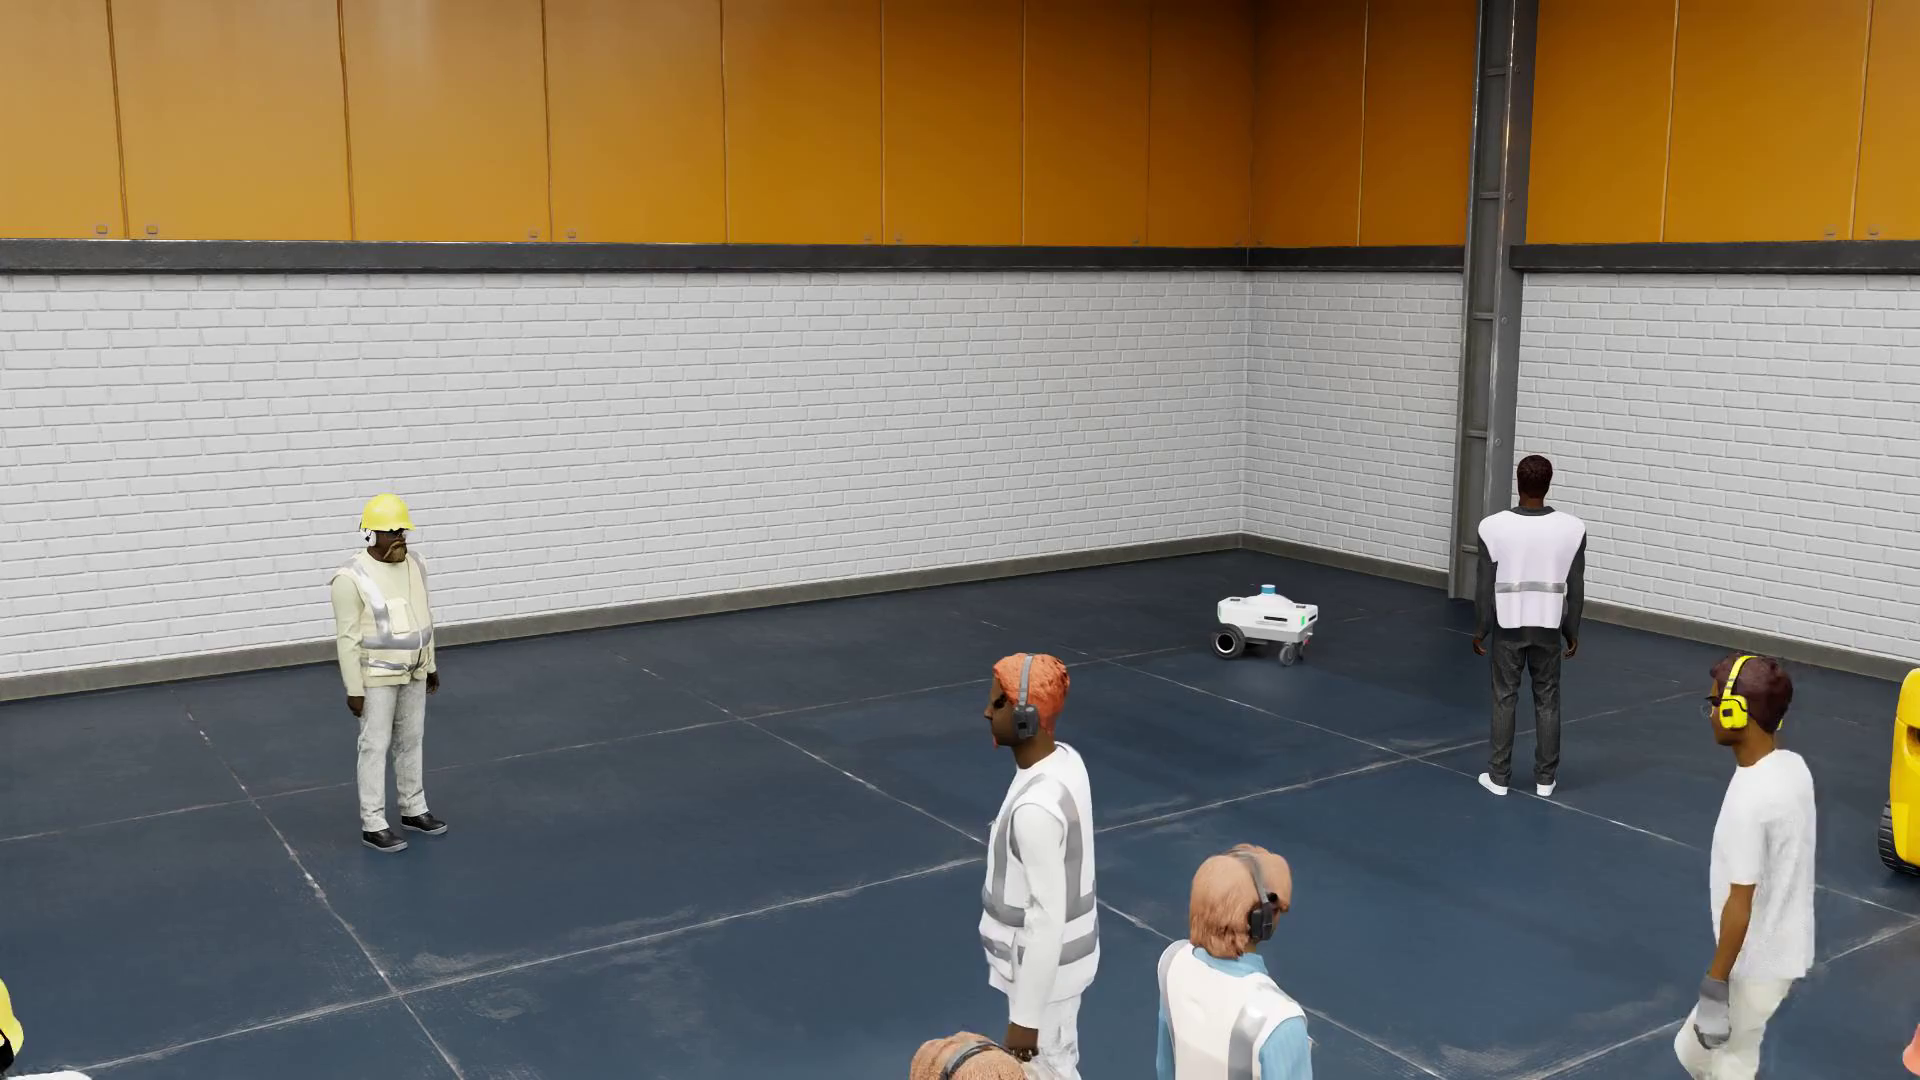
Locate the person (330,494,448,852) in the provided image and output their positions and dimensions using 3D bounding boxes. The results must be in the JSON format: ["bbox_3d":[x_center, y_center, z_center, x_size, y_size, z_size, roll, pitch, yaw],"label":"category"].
[{"bbox_3d":[-2.891,0.665,8.467,0.403,1.824,0.592,4,10,25],"label":"person"}]

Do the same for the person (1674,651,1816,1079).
[{"bbox_3d":[2.277,1.245,4.884,0.395,1.848,0.556,7,12,38],"label":"person"}]

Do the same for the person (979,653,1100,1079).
[{"bbox_3d":[0.223,1.245,4.784,0.352,1.881,0.576,2,10,9],"label":"person"}]

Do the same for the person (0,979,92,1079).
[{"bbox_3d":[-1.887,1.584,3.184,0.831,1.734,0.523,5,11,28],"label":"person"}]

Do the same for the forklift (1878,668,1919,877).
[{"bbox_3d":[5.511,0.571,7.906,2.313,2.155,1.214,-6,11,-33],"label":"forklift"}]

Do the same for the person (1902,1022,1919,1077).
[{"bbox_3d":[1.540,1.590,2.591,0.547,1.916,0.585,-2,10,-12],"label":"person"}]

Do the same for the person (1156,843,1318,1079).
[{"bbox_3d":[0.639,1.513,3.891,0.308,1.643,0.511,-6,11,-30],"label":"person"}]

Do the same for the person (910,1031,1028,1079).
[{"bbox_3d":[0.026,1.670,3.083,0.530,1.597,0.865,-7,12,-36],"label":"person"}]

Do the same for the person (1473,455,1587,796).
[{"bbox_3d":[3.158,0.483,9.266,0.593,1.920,0.391,1,9,6],"label":"person"}]

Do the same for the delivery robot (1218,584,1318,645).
[{"bbox_3d":[2.313,0.579,12.504,0.707,0.478,0.477,5,11,29],"label":"delivery robot"}]
